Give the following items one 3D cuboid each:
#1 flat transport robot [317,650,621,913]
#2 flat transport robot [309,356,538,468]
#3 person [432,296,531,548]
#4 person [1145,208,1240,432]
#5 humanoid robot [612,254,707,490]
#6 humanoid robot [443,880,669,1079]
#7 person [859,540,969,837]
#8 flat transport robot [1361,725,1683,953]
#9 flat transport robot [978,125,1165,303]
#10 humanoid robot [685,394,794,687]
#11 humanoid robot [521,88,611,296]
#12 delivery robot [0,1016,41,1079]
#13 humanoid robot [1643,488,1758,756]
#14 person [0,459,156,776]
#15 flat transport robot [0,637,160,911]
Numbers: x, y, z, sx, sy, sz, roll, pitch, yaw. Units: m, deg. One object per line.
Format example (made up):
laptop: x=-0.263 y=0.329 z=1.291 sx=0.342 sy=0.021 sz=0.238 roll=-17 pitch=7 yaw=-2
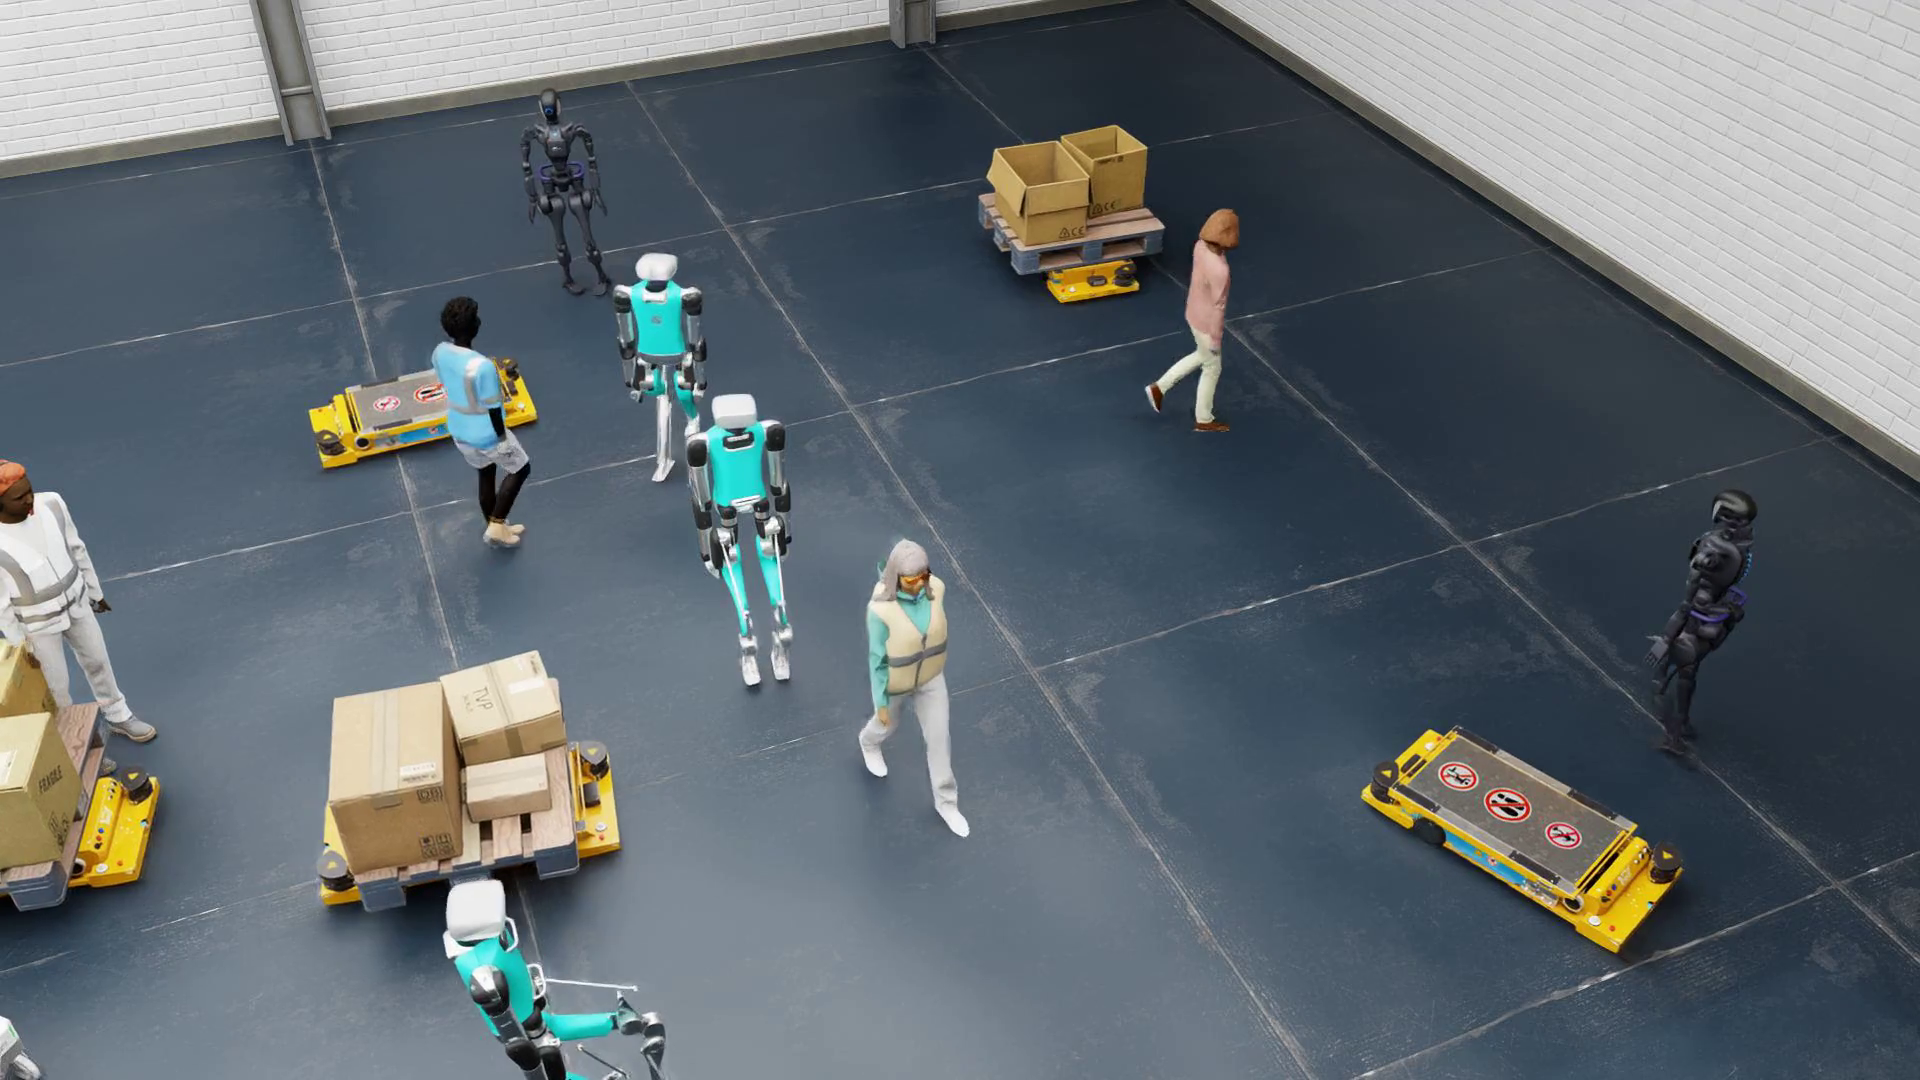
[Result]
flat transport robot: x=-2.480 y=1.417 z=8.429 sx=1.431 sy=0.231 sz=0.659 roll=-9 pitch=38 yaw=-11
flat transport robot: x=-3.697 y=-0.894 z=11.437 sx=1.431 sy=0.231 sz=0.659 roll=-15 pitch=40 yaw=-19
person: x=-2.868 y=-0.677 z=9.987 sx=0.549 sy=1.677 sz=0.369 roll=26 pitch=44 yaw=30
person: x=1.567 y=-1.437 z=11.031 sx=0.512 sy=1.616 sz=0.546 roll=-6 pitch=38 yaw=-8
humanoid robot: x=-1.823 y=-1.085 z=10.499 sx=0.551 sy=1.792 sz=0.754 roll=0 pitch=38 yaw=-1
humanoid robot: x=-1.448 y=1.917 z=6.621 sx=1.016 sy=1.773 sz=0.531 roll=-14 pitch=40 yaw=-17
person: x=-0.277 y=0.669 z=8.256 sx=0.466 sy=1.682 sz=0.822 roll=-21 pitch=42 yaw=-25
flat transport robot: x=2.819 y=1.450 z=8.386 sx=1.431 sy=0.231 sz=0.659 roll=31 pitch=47 yaw=34
flat transport robot: x=0.855 y=-2.342 z=13.321 sx=0.659 sy=0.231 sz=1.431 roll=-11 pitch=39 yaw=-14
humanoid robot: x=-1.091 y=0.120 z=8.898 sx=0.536 sy=1.773 sz=0.726 roll=-14 pitch=40 yaw=-17
humanoid robot: x=-2.972 y=-2.606 z=12.507 sx=0.589 sy=1.647 sz=0.344 roll=-8 pitch=38 yaw=-10
delivery robot: x=-4.424 y=2.188 z=7.184 sx=0.769 sy=0.587 sz=0.499 roll=13 pitch=40 yaw=17
humanoid robot: x=3.827 y=0.438 z=8.559 sx=0.602 sy=1.660 sz=0.368 roll=-27 pitch=45 yaw=-31
person: x=-4.599 y=0.380 z=8.463 sx=0.351 sy=1.879 sz=0.577 roll=15 pitch=40 yaw=18
flat transport robot: x=-4.823 y=1.516 z=8.301 sx=1.431 sy=0.231 sz=0.659 roll=-7 pitch=38 yaw=-9
